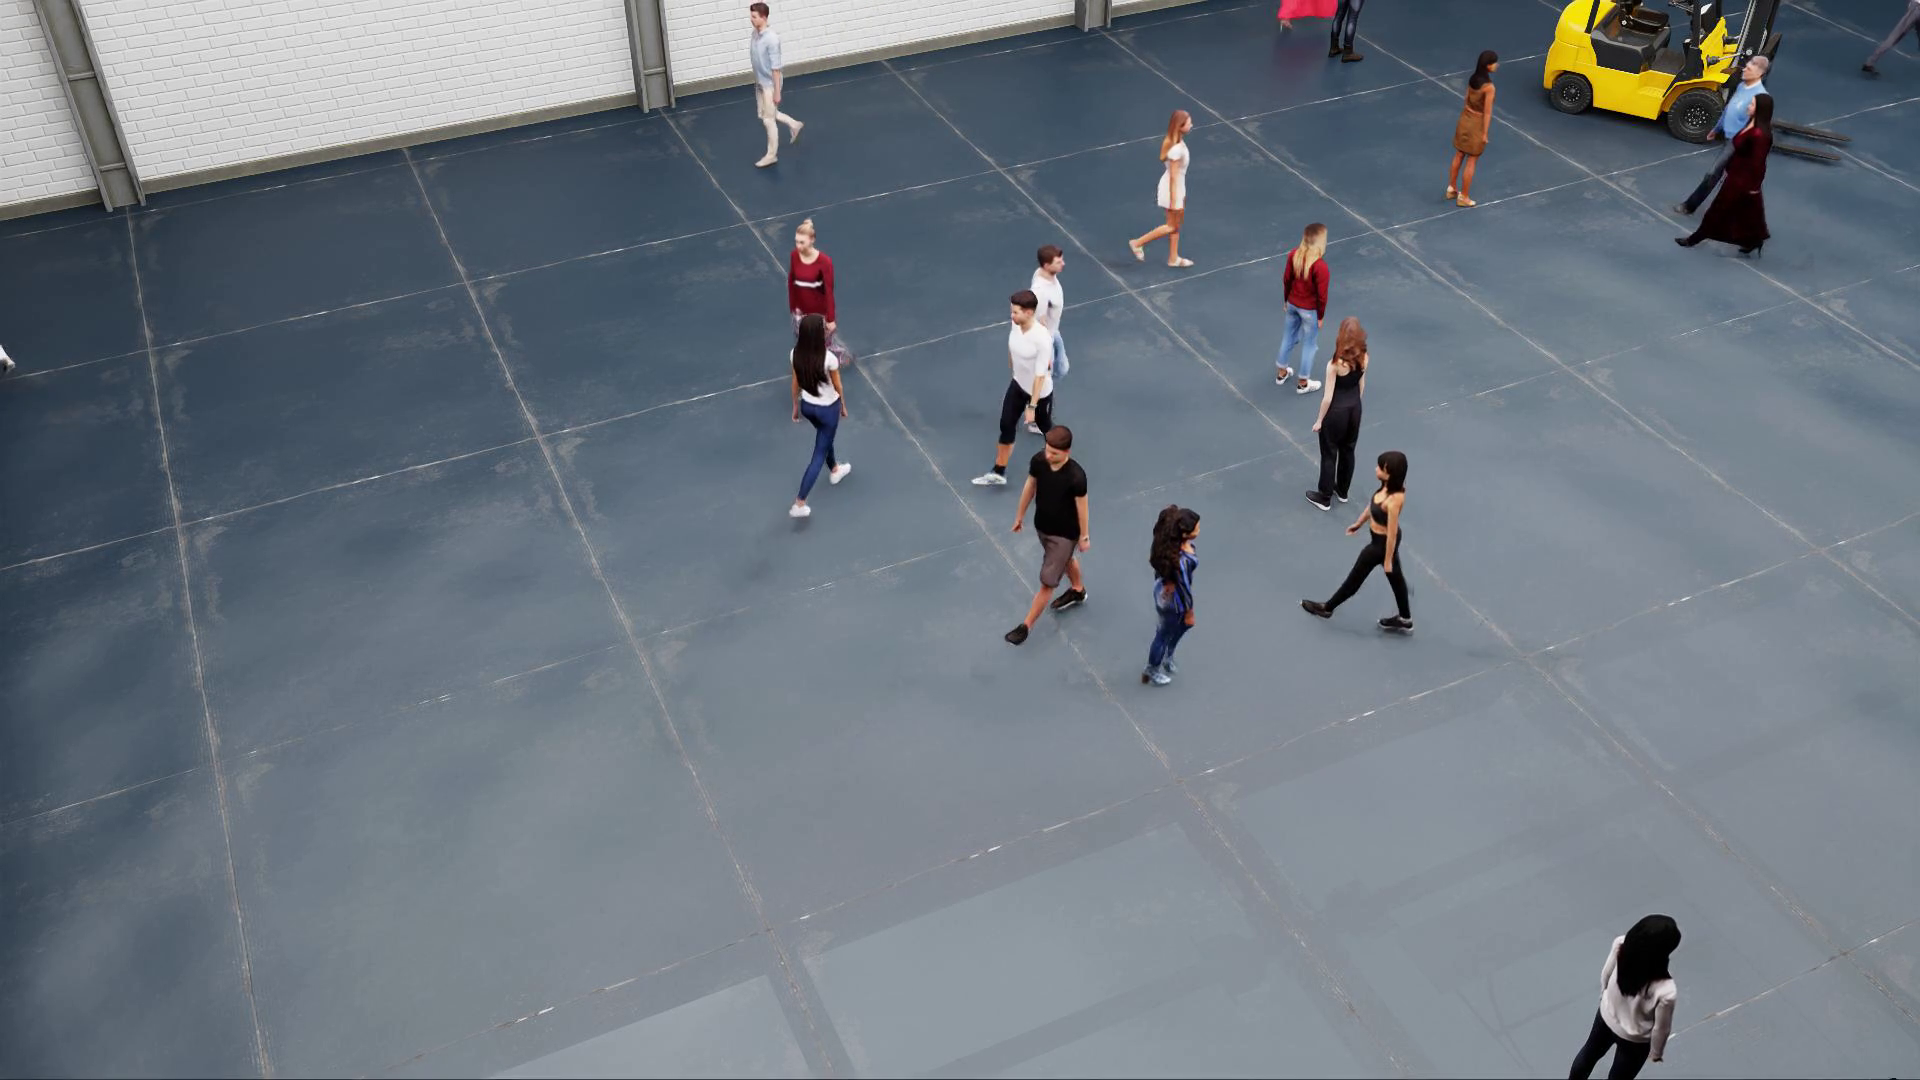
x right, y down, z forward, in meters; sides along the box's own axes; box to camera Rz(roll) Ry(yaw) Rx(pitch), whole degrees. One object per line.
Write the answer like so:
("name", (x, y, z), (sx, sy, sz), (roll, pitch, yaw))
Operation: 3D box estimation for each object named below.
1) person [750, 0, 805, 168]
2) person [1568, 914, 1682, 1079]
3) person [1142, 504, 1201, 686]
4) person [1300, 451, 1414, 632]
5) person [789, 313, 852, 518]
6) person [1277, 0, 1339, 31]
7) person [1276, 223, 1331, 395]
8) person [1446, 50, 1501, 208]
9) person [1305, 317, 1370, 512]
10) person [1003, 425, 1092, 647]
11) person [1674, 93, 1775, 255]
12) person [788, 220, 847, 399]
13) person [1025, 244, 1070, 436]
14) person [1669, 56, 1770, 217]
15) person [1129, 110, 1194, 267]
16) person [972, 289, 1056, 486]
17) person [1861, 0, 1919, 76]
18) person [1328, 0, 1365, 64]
("person", (-2.037, -5.064, 18.420), (1.003, 1.831, 0.760), (-24, 44, -27))
("person", (3.573, 2.593, 8.937), (0.539, 1.700, 0.608), (-16, 41, -19))
("person", (1.420, 0.417, 11.733), (0.750, 1.611, 0.735), (0, 39, 0))
("person", (3.187, 0.044, 12.209), (1.099, 1.601, 0.987), (10, 40, 12))
("person", (-1.169, -0.961, 13.360), (0.986, 1.733, 1.215), (22, 44, 26))
("person", (4.432, -7.380, 21.446), (1.162, 1.675, 0.642), (-15, 41, -18))
("person", (3.074, -2.078, 14.839), (0.606, 1.634, 0.657), (-29, 47, -32))
("person", (5.457, -4.374, 17.672), (0.540, 1.686, 0.578), (-11, 40, -14))
("person", (3.083, -1.016, 13.422), (0.457, 1.743, 0.636), (-18, 42, -21))
("person", (0.787, -0.117, 12.246), (1.287, 1.806, 0.955), (-28, 47, -31))
("person", (7.983, -3.606, 16.699), (1.217, 1.701, 1.133), (11, 40, 13))
("person", (-1.264, -2.059, 14.779), (0.899, 1.679, 0.967), (15, 41, 18))
("person", (0.636, -1.712, 14.218), (0.872, 1.837, 0.825), (6, 39, 7))
("person", (8.205, -4.179, 17.357), (1.243, 1.775, 1.046), (4, 39, 5))
("person", (2.037, -3.473, 16.549), (0.984, 1.681, 0.825), (2, 39, 3))
("person", (0.652, -1.283, 13.697), (1.137, 1.817, 0.874), (-29, 47, -32))
("person", (11.567, -6.431, 20.220), (1.234, 1.722, 1.110), (10, 40, 12))
("person", (4.882, -6.926, 20.700), (0.630, 1.896, 0.715), (-24, 44, -27))
